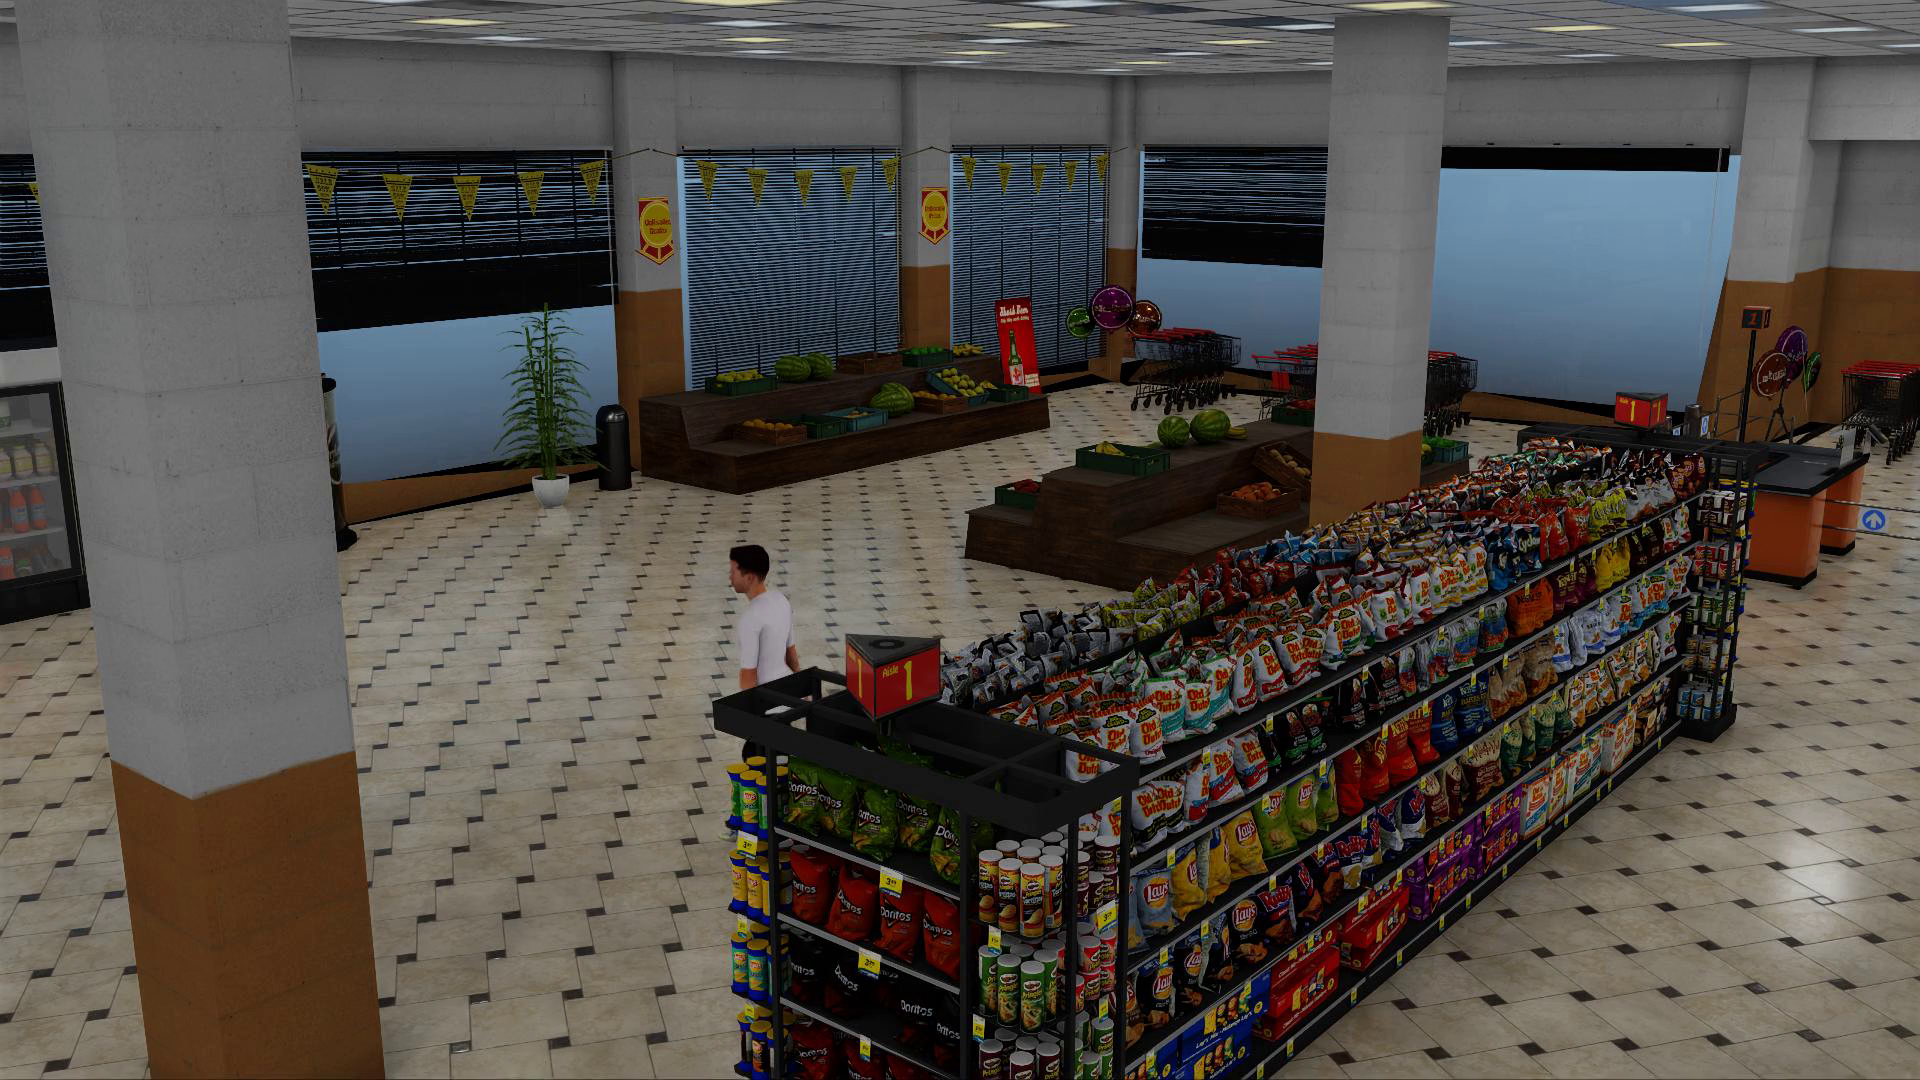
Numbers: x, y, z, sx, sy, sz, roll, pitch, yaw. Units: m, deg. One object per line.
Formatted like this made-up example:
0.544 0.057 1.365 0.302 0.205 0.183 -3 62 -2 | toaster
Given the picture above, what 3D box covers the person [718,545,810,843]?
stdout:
-0.981 0.935 9.430 1.072 1.809 1.113 4 14 15 | person
